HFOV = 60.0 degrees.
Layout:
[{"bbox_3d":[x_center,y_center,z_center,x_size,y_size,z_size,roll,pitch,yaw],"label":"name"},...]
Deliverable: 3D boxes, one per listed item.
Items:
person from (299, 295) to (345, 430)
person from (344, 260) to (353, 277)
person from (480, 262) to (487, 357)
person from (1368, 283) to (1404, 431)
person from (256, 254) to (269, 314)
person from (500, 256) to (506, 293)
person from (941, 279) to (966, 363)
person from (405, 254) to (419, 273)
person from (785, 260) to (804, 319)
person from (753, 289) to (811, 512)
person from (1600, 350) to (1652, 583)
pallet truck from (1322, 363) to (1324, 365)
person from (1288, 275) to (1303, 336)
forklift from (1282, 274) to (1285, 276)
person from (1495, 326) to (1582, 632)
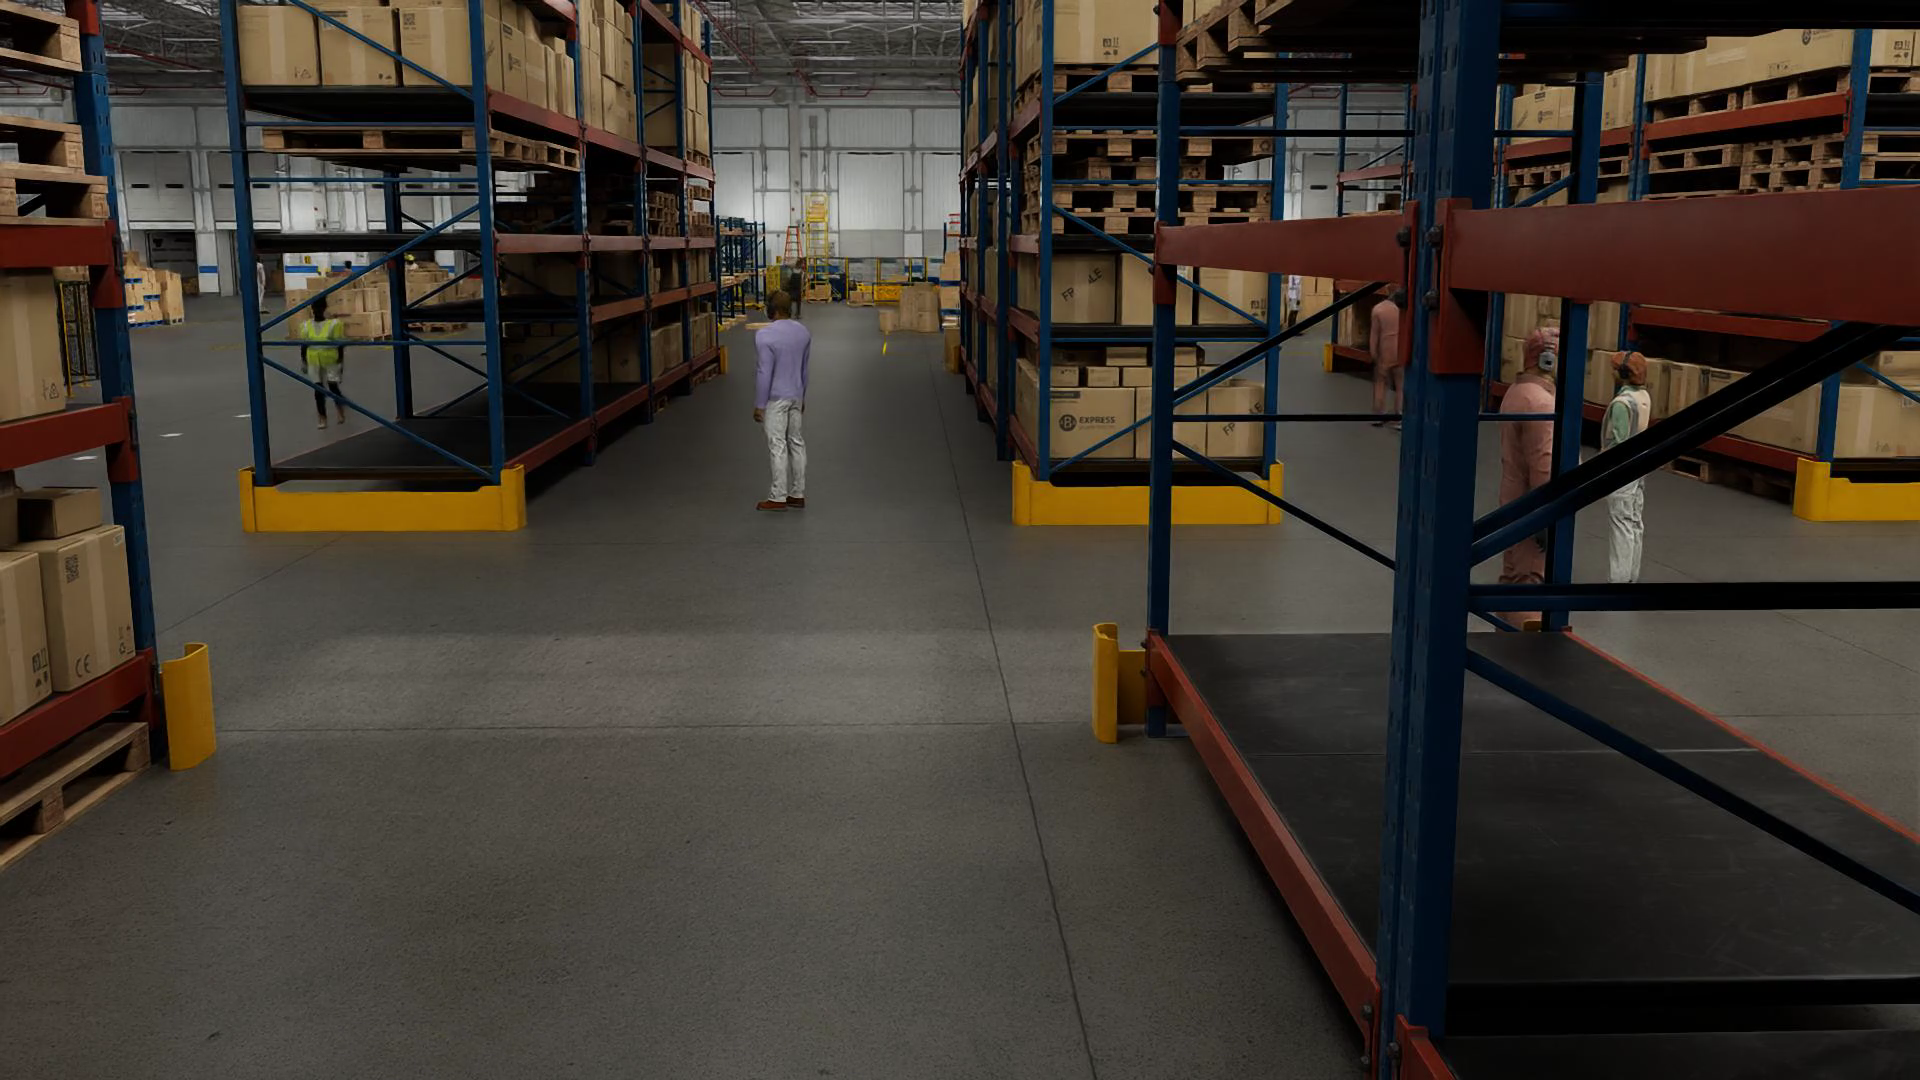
[{"bbox_3d":[-7.977,-2.218,20.805,0.535,1.687,0.359,-1,10,-5],"label":"person"},{"bbox_3d":[-22.354,-9.384,60.735,0.479,1.678,0.541,1,10,4],"label":"person"},{"bbox_3d":[-9.554,-4.690,33.791,0.361,1.964,0.616,-8,13,-37],"label":"person"},{"bbox_3d":[5.456,-2.331,20.937,0.667,1.873,0.888,1,10,6],"label":"person"},{"bbox_3d":[-22.852,-8.328,54.136,0.627,1.940,0.372,4,11,22],"label":"person"},{"bbox_3d":[-16.061,-9.024,57.962,0.962,1.951,0.652,-8,13,-37],"label":"person"},{"bbox_3d":[0.109,-4.216,32.022,0.849,1.650,0.541,-5,12,-28],"label":"person"},{"bbox_3d":[-19.272,-9.085,58.425,0.606,1.905,0.554,-9,14,-41],"label":"person"},{"bbox_3d":[-5.061,-7.567,50.311,0.700,1.810,0.361,-3,11,-16],"label":"person"},{"bbox_3d":[-1.561,-1.212,14.497,0.372,1.940,0.629,7,12,35],"label":"person"},{"bbox_3d":[4.363,-0.424,10.936,0.309,1.641,0.513,8,13,37],"label":"person"},{"bbox_3d":[7.712,-4.157,30.737,1.885,1.965,0.823,3,11,16],"label":"pallet truck"},{"bbox_3d":[8.382,-6.052,41.464,0.378,1.936,0.548,-1,10,-6],"label":"person"},{"bbox_3d":[12.240,-10.302,62.509,1.129,2.768,1.873,0,10,-2],"label":"forklift"},{"bbox_3d":[3.010,-0.151,8.662,0.409,1.913,0.642,1,10,7],"label":"person"}]
